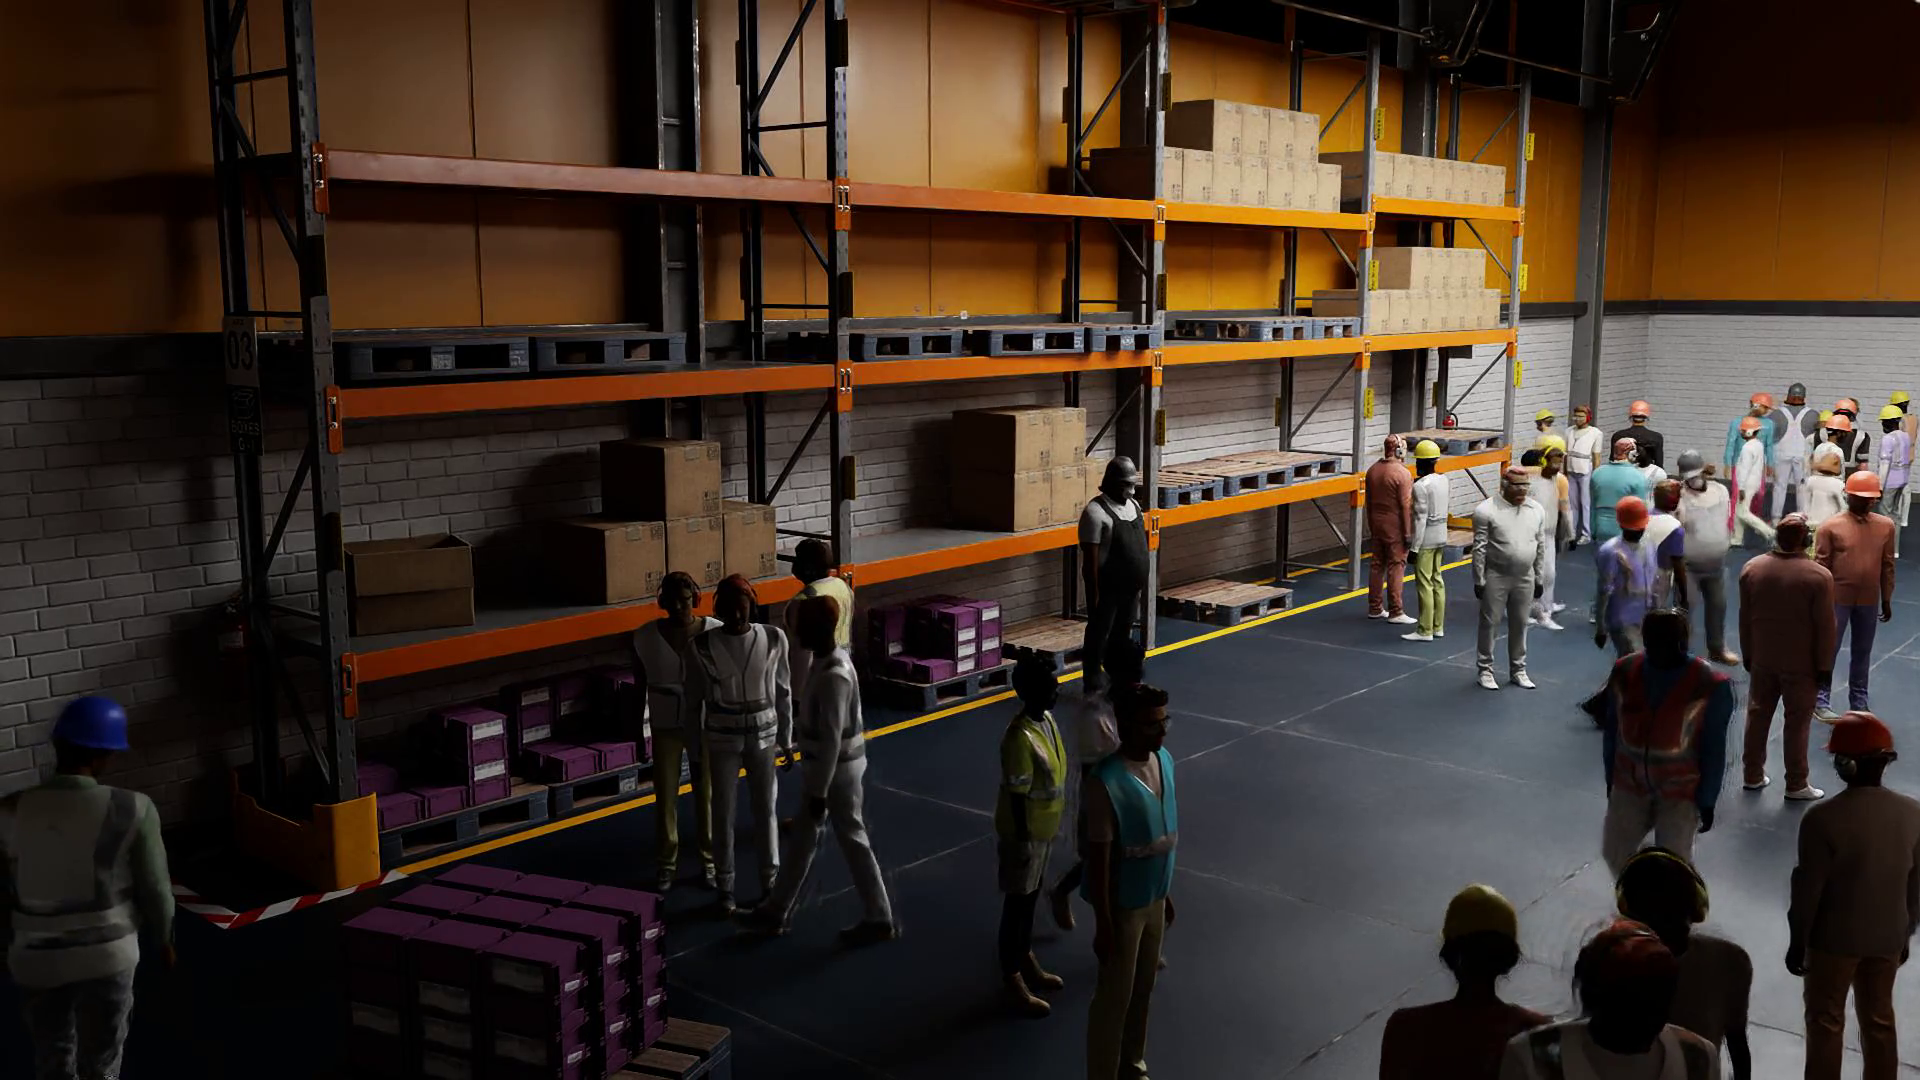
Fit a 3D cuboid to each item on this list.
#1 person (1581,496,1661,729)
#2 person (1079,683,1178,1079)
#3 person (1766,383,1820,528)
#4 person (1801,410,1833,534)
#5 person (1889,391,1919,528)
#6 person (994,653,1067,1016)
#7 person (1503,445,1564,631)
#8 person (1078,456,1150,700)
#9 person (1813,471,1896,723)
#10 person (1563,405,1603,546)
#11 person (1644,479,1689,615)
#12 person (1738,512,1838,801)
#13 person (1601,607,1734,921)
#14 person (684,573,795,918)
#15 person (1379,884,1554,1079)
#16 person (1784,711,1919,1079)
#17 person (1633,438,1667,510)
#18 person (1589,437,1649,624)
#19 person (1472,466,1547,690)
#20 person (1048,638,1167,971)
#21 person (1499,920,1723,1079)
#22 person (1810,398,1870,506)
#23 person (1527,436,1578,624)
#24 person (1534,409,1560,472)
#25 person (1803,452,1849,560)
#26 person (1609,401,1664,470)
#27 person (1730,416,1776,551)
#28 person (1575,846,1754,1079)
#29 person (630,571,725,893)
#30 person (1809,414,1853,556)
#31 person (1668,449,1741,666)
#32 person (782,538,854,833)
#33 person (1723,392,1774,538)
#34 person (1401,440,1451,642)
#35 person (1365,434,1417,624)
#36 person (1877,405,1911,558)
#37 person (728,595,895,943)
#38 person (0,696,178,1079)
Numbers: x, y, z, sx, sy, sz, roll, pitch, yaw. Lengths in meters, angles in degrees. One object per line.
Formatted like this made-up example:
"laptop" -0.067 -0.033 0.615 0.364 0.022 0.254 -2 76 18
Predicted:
"person" 4.972 0.588 12.324 0.593 1.881 0.682 -6 11 -34
"person" 0.682 1.470 6.722 0.375 1.843 0.575 6 11 33
"person" 11.579 -1.173 23.141 0.674 2.000 0.537 4 10 26
"person" 11.427 -0.849 22.051 0.488 1.732 0.318 3 9 18
"person" 13.033 -1.106 23.109 0.585 1.918 0.379 -6 11 -33
"person" 0.337 1.366 7.871 0.322 1.697 0.532 3 9 18
"person" 5.711 -0.042 16.526 0.587 1.841 0.706 -4 10 -24
"person" 1.290 0.313 13.560 0.536 2.000 0.683 8 12 42
"person" 6.916 0.448 12.883 0.613 1.987 0.408 0 9 0
"person" 8.110 -0.846 21.698 0.394 1.836 0.561 -5 10 -28
"person" 5.811 0.398 13.709 0.818 1.813 0.589 -2 9 -14
"person" 5.503 0.768 11.056 0.405 1.908 0.649 -6 11 -34
"person" 3.498 1.231 8.317 0.640 1.827 0.436 8 12 42
"person" -1.189 1.103 8.992 0.589 1.877 0.359 -3 9 -18
"person" 1.418 1.856 4.584 0.563 1.728 0.658 -1 9 -9
"person" 3.528 1.541 6.610 0.580 1.744 0.356 -2 9 -11
"person" 7.596 -0.288 18.537 0.322 1.697 0.534 -5 10 -30
"person" 6.542 -0.069 16.493 0.398 1.899 0.649 -5 10 -29
"person" 4.625 0.318 13.990 0.644 1.900 0.399 -1 9 -8
"person" 0.748 1.291 8.415 0.525 1.671 0.678 -6 10 -32
"person" 1.659 1.866 4.145 0.599 1.846 0.911 -1 9 -7
"person" 10.595 -0.691 20.075 0.613 2.033 0.411 5 10 29
"person" 5.893 -0.104 16.736 0.911 1.882 0.635 -4 10 -24
"person" 7.798 -0.871 22.182 0.575 1.740 0.395 -8 12 -42
"person" 9.350 -0.159 18.035 0.842 1.595 0.513 -3 9 -18
"person" 8.252 -0.700 20.348 0.630 1.981 0.686 4 10 23
"person" 10.051 -0.700 21.089 0.664 1.732 0.568 7 11 37
"person" 2.091 1.757 4.930 0.561 1.824 0.536 3 9 18
"person" -1.553 1.067 9.365 0.566 1.838 0.386 -2 9 -10
"person" 9.931 -0.468 18.980 0.392 1.926 0.550 1 9 6
"person" 6.517 0.145 14.645 0.806 2.000 0.542 -2 9 -12
"person" -0.910 0.901 10.400 0.429 1.846 0.631 4 10 23
"person" 10.590 -1.016 22.413 0.737 1.969 0.598 0 9 1
"person" 4.441 0.011 15.875 0.384 1.925 0.593 8 12 42
"person" 4.356 -0.112 16.732 0.410 1.909 0.642 -4 10 -25
"person" 11.484 -0.707 20.564 0.592 1.912 0.399 -7 11 -38
"person" -0.750 1.192 8.553 0.875 1.840 0.604 -2 9 -12
"person" -3.283 1.524 6.228 0.677 1.892 0.807 -1 9 -9
